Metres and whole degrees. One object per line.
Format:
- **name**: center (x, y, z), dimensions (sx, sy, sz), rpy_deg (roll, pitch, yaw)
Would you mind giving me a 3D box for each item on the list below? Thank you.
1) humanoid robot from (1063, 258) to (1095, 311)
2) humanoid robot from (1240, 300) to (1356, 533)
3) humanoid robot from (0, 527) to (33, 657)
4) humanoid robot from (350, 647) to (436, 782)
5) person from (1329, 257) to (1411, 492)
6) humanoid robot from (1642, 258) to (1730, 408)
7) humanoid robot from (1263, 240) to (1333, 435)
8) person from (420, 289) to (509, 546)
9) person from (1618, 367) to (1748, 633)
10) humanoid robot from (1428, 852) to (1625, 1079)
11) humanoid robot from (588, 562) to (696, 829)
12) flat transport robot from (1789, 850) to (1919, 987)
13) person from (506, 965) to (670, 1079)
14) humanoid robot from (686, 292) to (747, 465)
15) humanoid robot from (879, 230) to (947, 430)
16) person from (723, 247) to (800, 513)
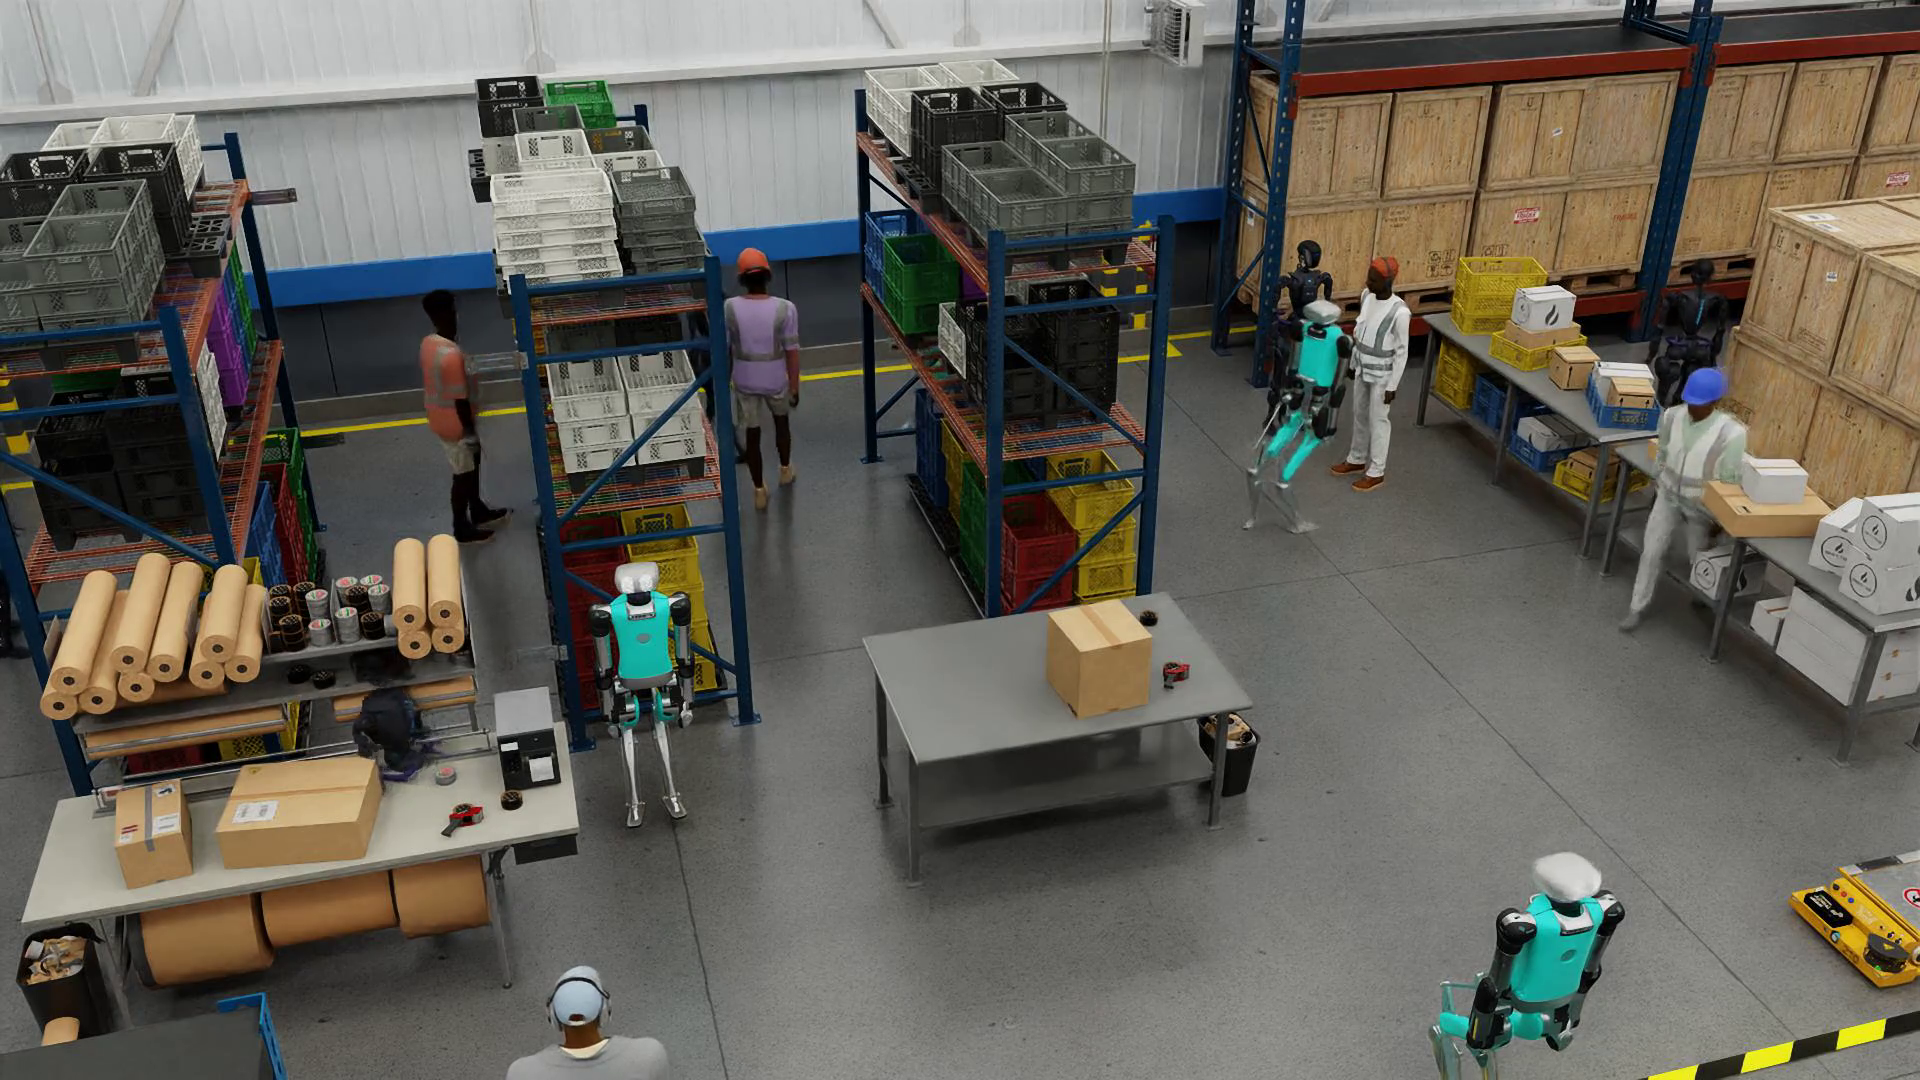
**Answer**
- **humanoid robot**: center (0.822, -1.688, 13.771), dimensions (0.585, 1.639, 0.499), rpy_deg (-13, 31, -22)
- **humanoid robot**: center (2.407, -0.816, 12.147), dimensions (0.819, 1.798, 0.541), rpy_deg (-23, 36, -35)
- **humanoid robot**: center (-6.332, -0.031, 10.748), dimensions (0.373, 1.643, 0.598), rpy_deg (-12, 31, -20)
- **humanoid robot**: center (-2.766, 1.228, 8.466), dimensions (0.507, 1.638, 0.599), rpy_deg (6, 29, 11)
- **person**: center (3.189, -1.283, 12.819), dimensions (0.337, 1.882, 0.583), rpy_deg (-11, 31, -18)
- **humanoid robot**: center (5.835, -1.466, 13.424), dimensions (0.615, 1.660, 0.644), rpy_deg (1, 29, 2)
- **humanoid robot**: center (2.792, -1.677, 13.732), dimensions (0.599, 1.659, 0.315), rpy_deg (-8, 30, -14)
- **person**: center (-3.613, -0.855, 12.000), dimensions (0.445, 1.934, 0.621), rpy_deg (-14, 32, -24)
- **person**: center (4.877, -0.303, 11.008), dimensions (0.839, 1.912, 0.612), rpy_deg (-21, 35, -33)
- **humanoid robot**: center (2.298, 1.897, 7.050), dimensions (0.533, 1.673, 0.735), rpy_deg (-8, 30, -14)
- **humanoid robot**: center (-1.729, 0.770, 9.097), dimensions (0.533, 1.677, 0.735), rpy_deg (-8, 30, -14)
- **flat transport robot**: center (5.163, 1.916, 8.676), dimensions (1.431, 0.231, 0.659), rpy_deg (-8, 30, -14)
- **person**: center (-1.349, 2.333, 6.273), dimensions (0.597, 1.850, 0.396), rpy_deg (-7, 30, -13)
- **humanoid robot**: center (-2.002, -1.434, 13.360), dimensions (0.783, 1.621, 0.615), rpy_deg (13, 31, 23)
- **humanoid robot**: center (-0.237, -1.706, 13.817), dimensions (0.852, 1.845, 0.551), rpy_deg (-13, 31, -23)
- **person**: center (-1.512, -1.249, 12.637), dimensions (0.608, 1.998, 0.815), rpy_deg (-2, 29, -4)
